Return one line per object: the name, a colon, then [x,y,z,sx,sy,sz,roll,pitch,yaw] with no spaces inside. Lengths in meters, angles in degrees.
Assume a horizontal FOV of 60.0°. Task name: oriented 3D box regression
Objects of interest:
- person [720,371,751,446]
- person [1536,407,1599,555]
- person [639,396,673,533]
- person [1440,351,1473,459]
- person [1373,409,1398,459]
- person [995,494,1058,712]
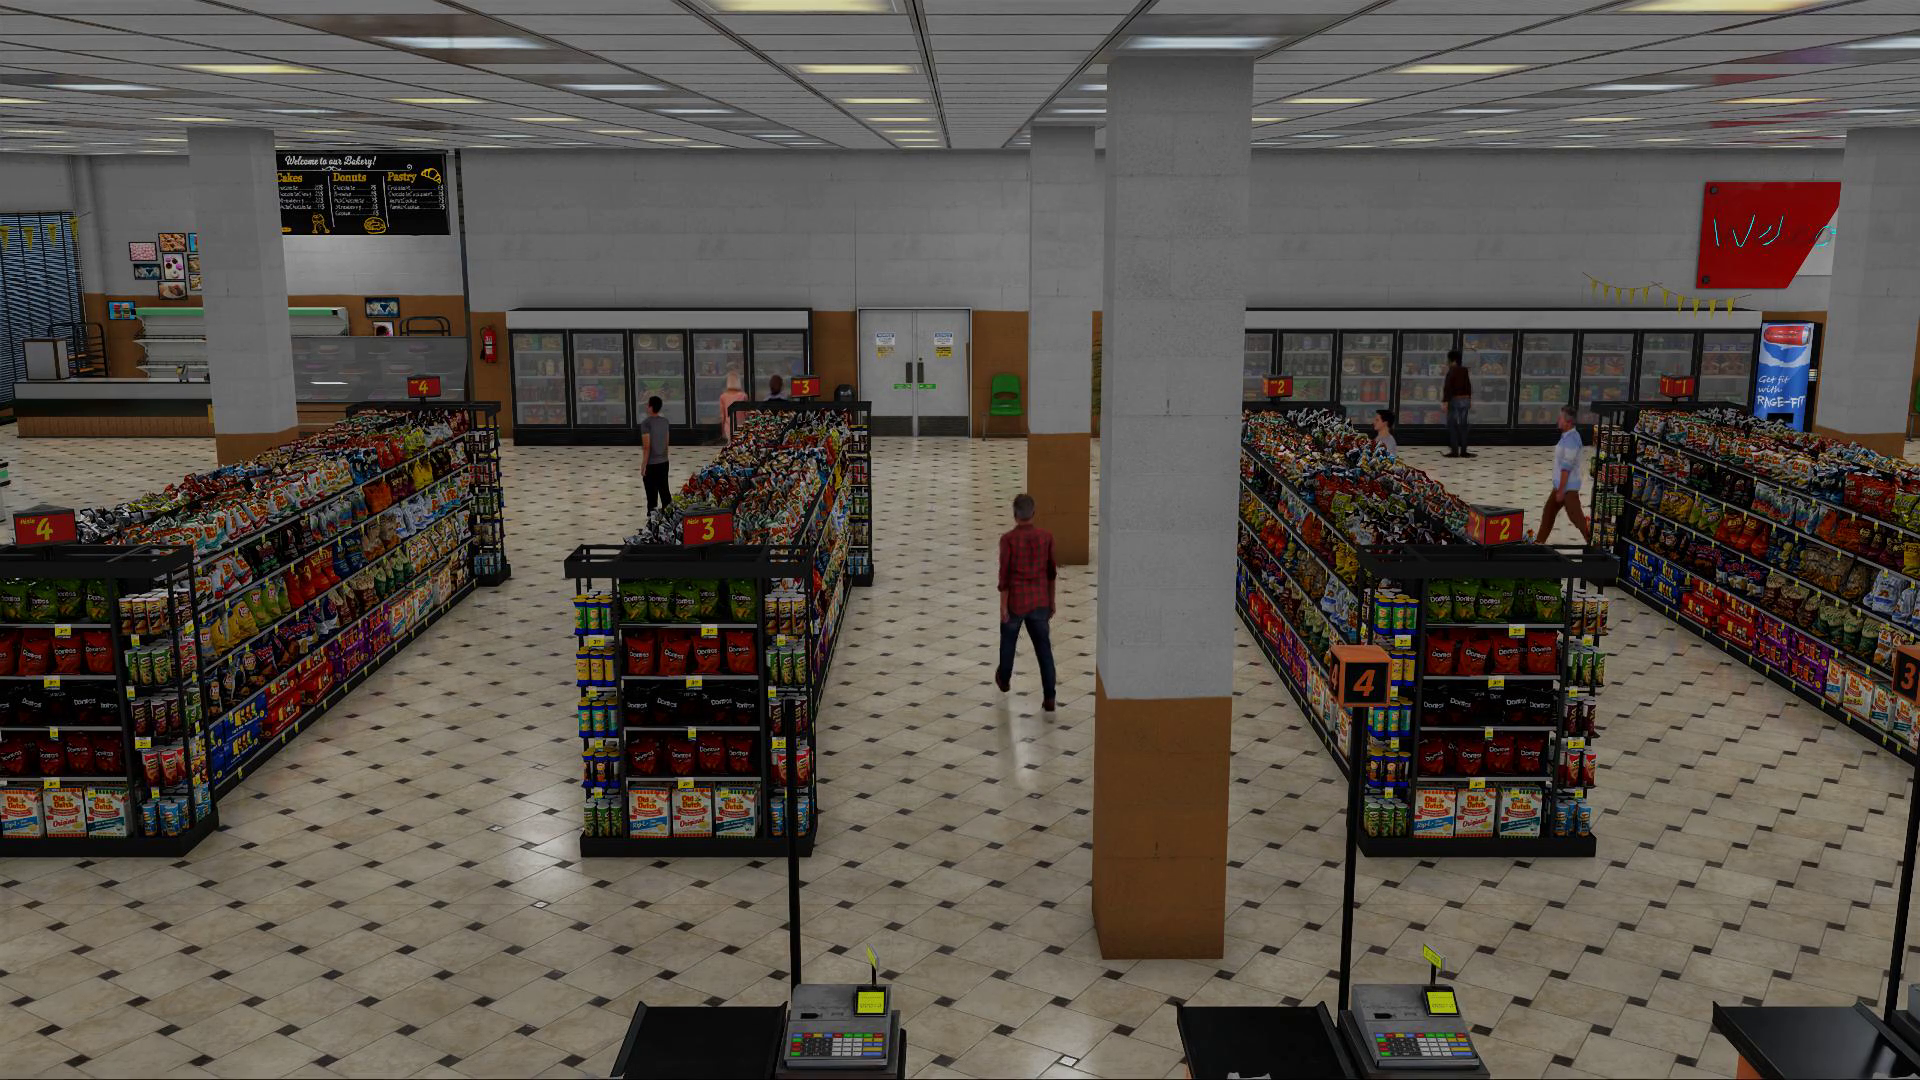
person: [-3.289,-1.606,24.371,0.716,1.710,0.988,2,12,10]
person: [7.228,-0.633,19.571,0.930,1.784,1.179,3,12,13]
person: [-3.895,-0.973,21.262,0.767,1.753,0.661,8,14,32]
person: [8.193,-2.208,27.141,0.815,1.748,0.732,-2,12,-10]
person: [4.832,-0.569,19.077,0.738,1.863,0.514,-1,12,-6]
person: [0.585,0.574,13.901,0.922,1.758,1.361,-3,12,-14]
